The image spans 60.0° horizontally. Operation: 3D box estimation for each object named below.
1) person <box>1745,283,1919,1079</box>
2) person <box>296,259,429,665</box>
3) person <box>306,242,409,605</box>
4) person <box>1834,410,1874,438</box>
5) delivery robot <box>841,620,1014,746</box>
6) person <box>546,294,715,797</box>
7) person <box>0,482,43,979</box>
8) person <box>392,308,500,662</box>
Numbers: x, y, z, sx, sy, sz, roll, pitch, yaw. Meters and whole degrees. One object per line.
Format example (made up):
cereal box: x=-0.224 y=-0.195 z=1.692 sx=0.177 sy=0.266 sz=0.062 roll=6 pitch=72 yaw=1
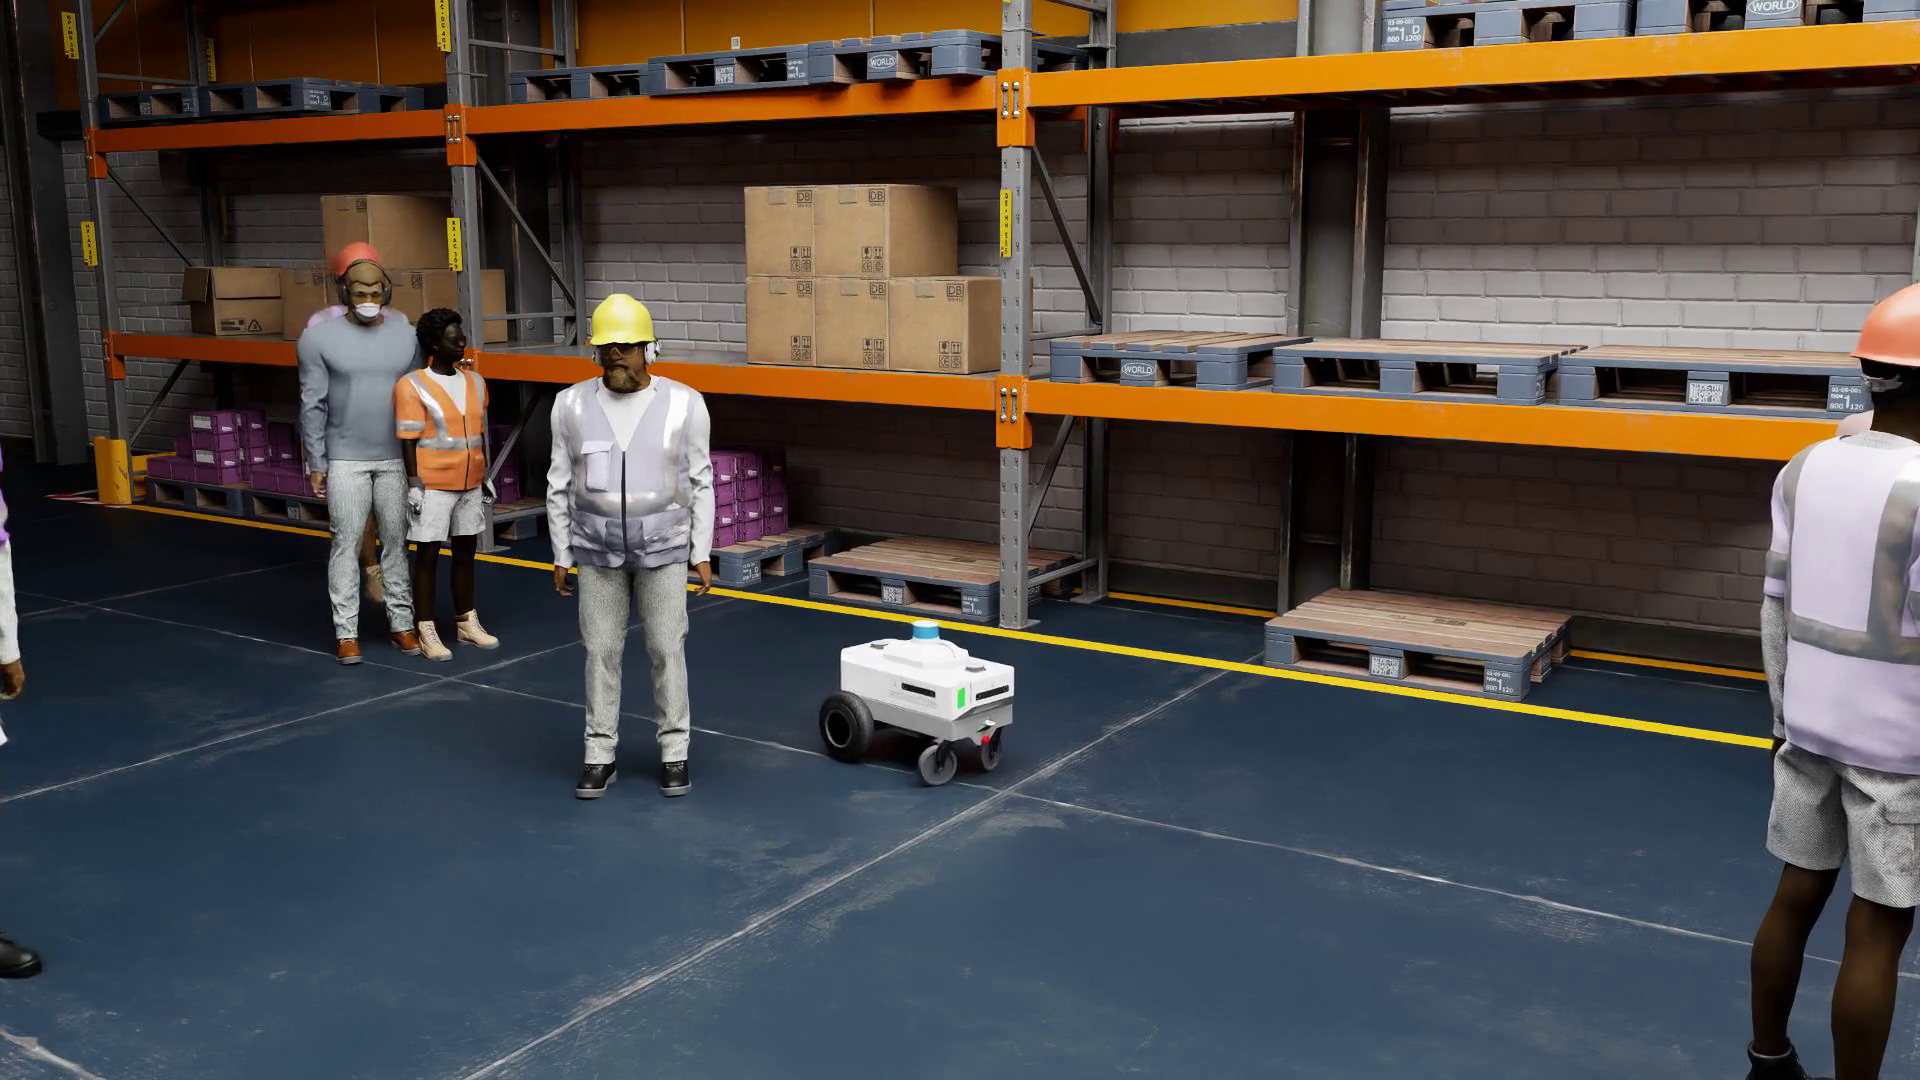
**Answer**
person: x=1.990 y=0.417 z=3.605 sx=0.375 sy=1.935 sz=0.550 roll=-2 pitch=11 yaw=-13
person: x=-2.837 y=-0.377 z=8.020 sx=0.627 sy=1.934 sz=0.370 roll=-7 pitch=12 yaw=-33
person: x=-3.406 y=-0.670 z=9.433 sx=0.803 sy=2.023 sz=0.610 roll=9 pitch=14 yaw=41
person: x=3.239 y=0.124 z=5.706 sx=0.316 sy=1.769 sz=0.523 roll=-7 pitch=13 yaw=-35
delivery robot: x=-0.130 y=0.554 z=6.419 sx=0.707 sy=0.478 sz=0.477 roll=9 pitch=14 yaw=43
person: x=-1.192 y=0.032 z=6.031 sx=0.602 sy=1.830 sz=0.404 roll=-1 pitch=10 yaw=-4
person: x=-2.748 y=0.285 z=4.403 sx=0.488 sy=1.910 sz=0.575 roll=4 pitch=11 yaw=23
person: x=-2.489 y=-0.274 z=8.093 sx=0.319 sy=1.700 sz=0.532 roll=6 pitch=12 yaw=32
